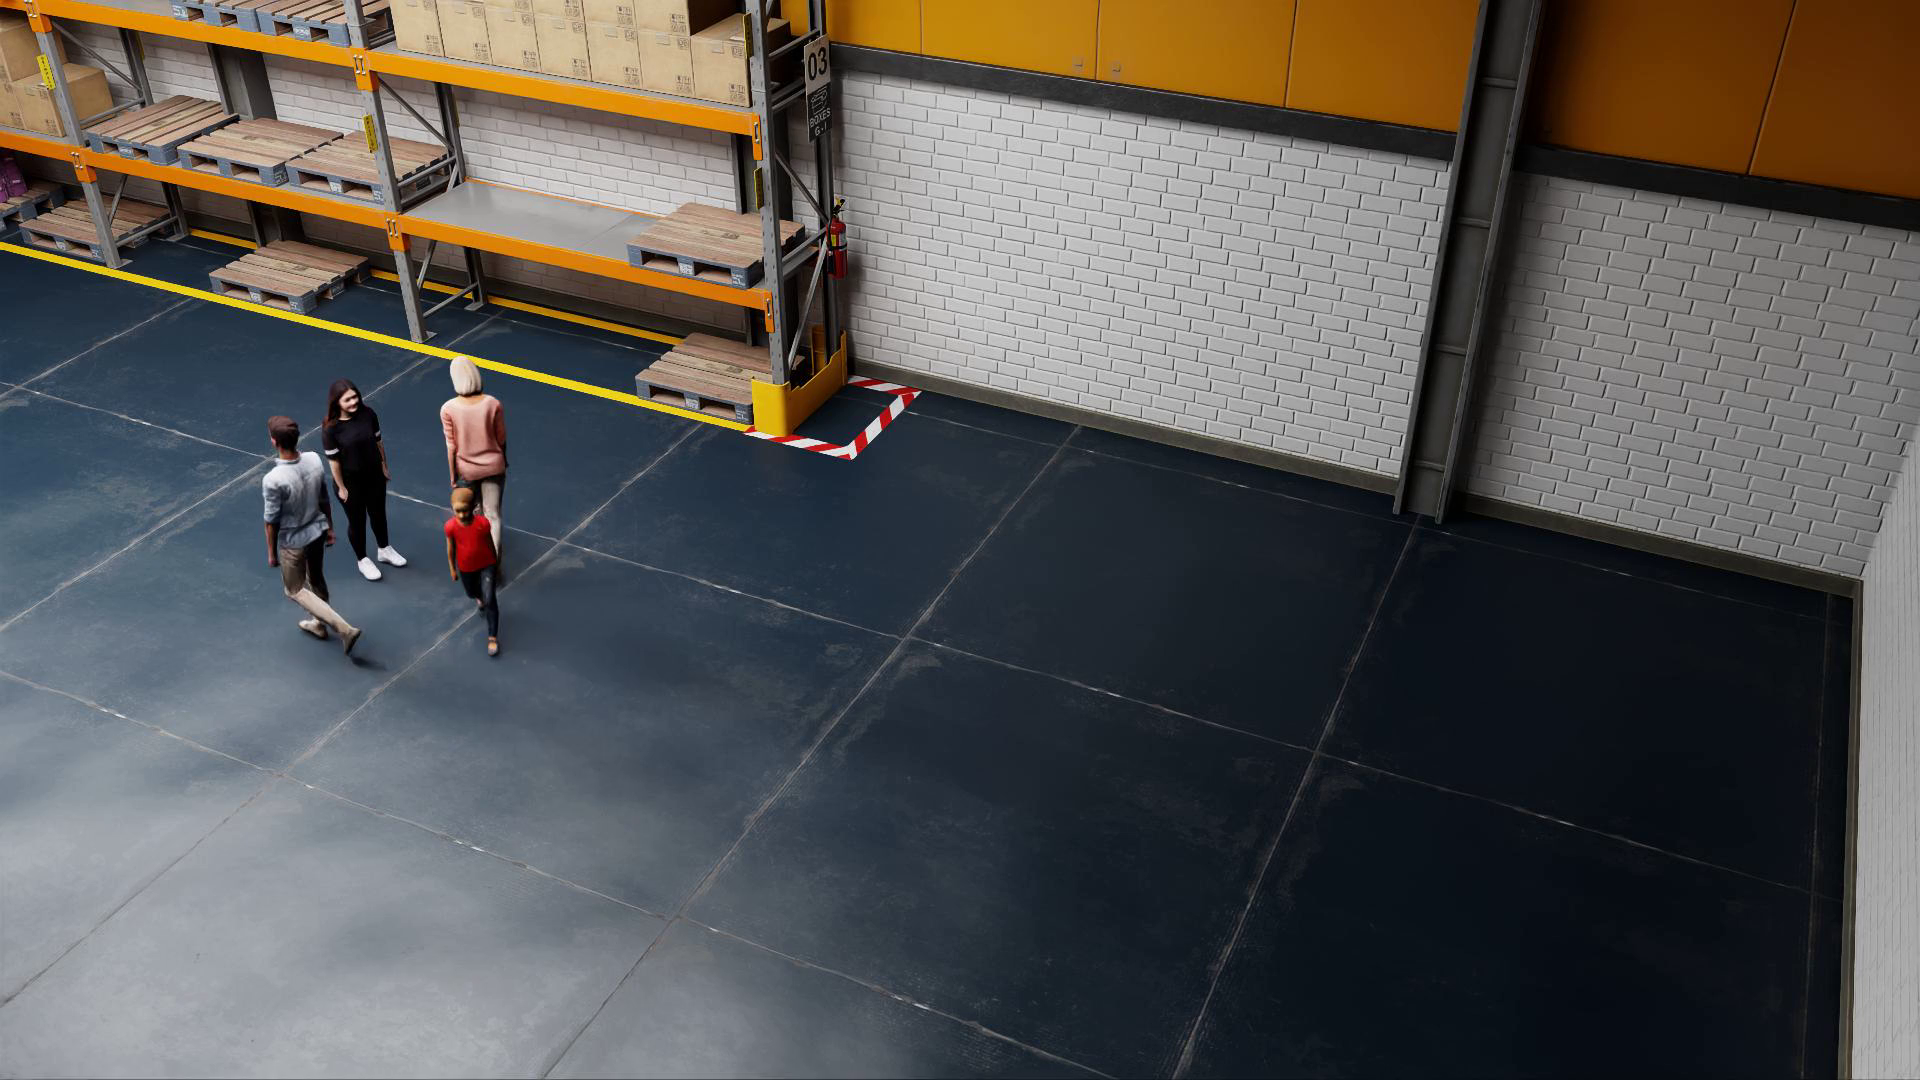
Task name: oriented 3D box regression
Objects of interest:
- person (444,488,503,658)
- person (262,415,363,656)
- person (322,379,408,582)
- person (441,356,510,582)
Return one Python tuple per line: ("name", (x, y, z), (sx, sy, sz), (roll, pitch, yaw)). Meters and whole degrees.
("person", (-3.377, 0.141, 11.628), (0.863, 1.288, 0.843), (-5, 34, -8))
("person", (-4.432, 0.013, 11.334), (0.970, 1.828, 0.673), (14, 36, 20))
("person", (-4.415, -0.467, 12.229), (0.660, 1.636, 0.660), (24, 41, 32))
("person", (-3.505, -0.474, 12.209), (1.085, 1.670, 1.087), (-9, 35, -14))
